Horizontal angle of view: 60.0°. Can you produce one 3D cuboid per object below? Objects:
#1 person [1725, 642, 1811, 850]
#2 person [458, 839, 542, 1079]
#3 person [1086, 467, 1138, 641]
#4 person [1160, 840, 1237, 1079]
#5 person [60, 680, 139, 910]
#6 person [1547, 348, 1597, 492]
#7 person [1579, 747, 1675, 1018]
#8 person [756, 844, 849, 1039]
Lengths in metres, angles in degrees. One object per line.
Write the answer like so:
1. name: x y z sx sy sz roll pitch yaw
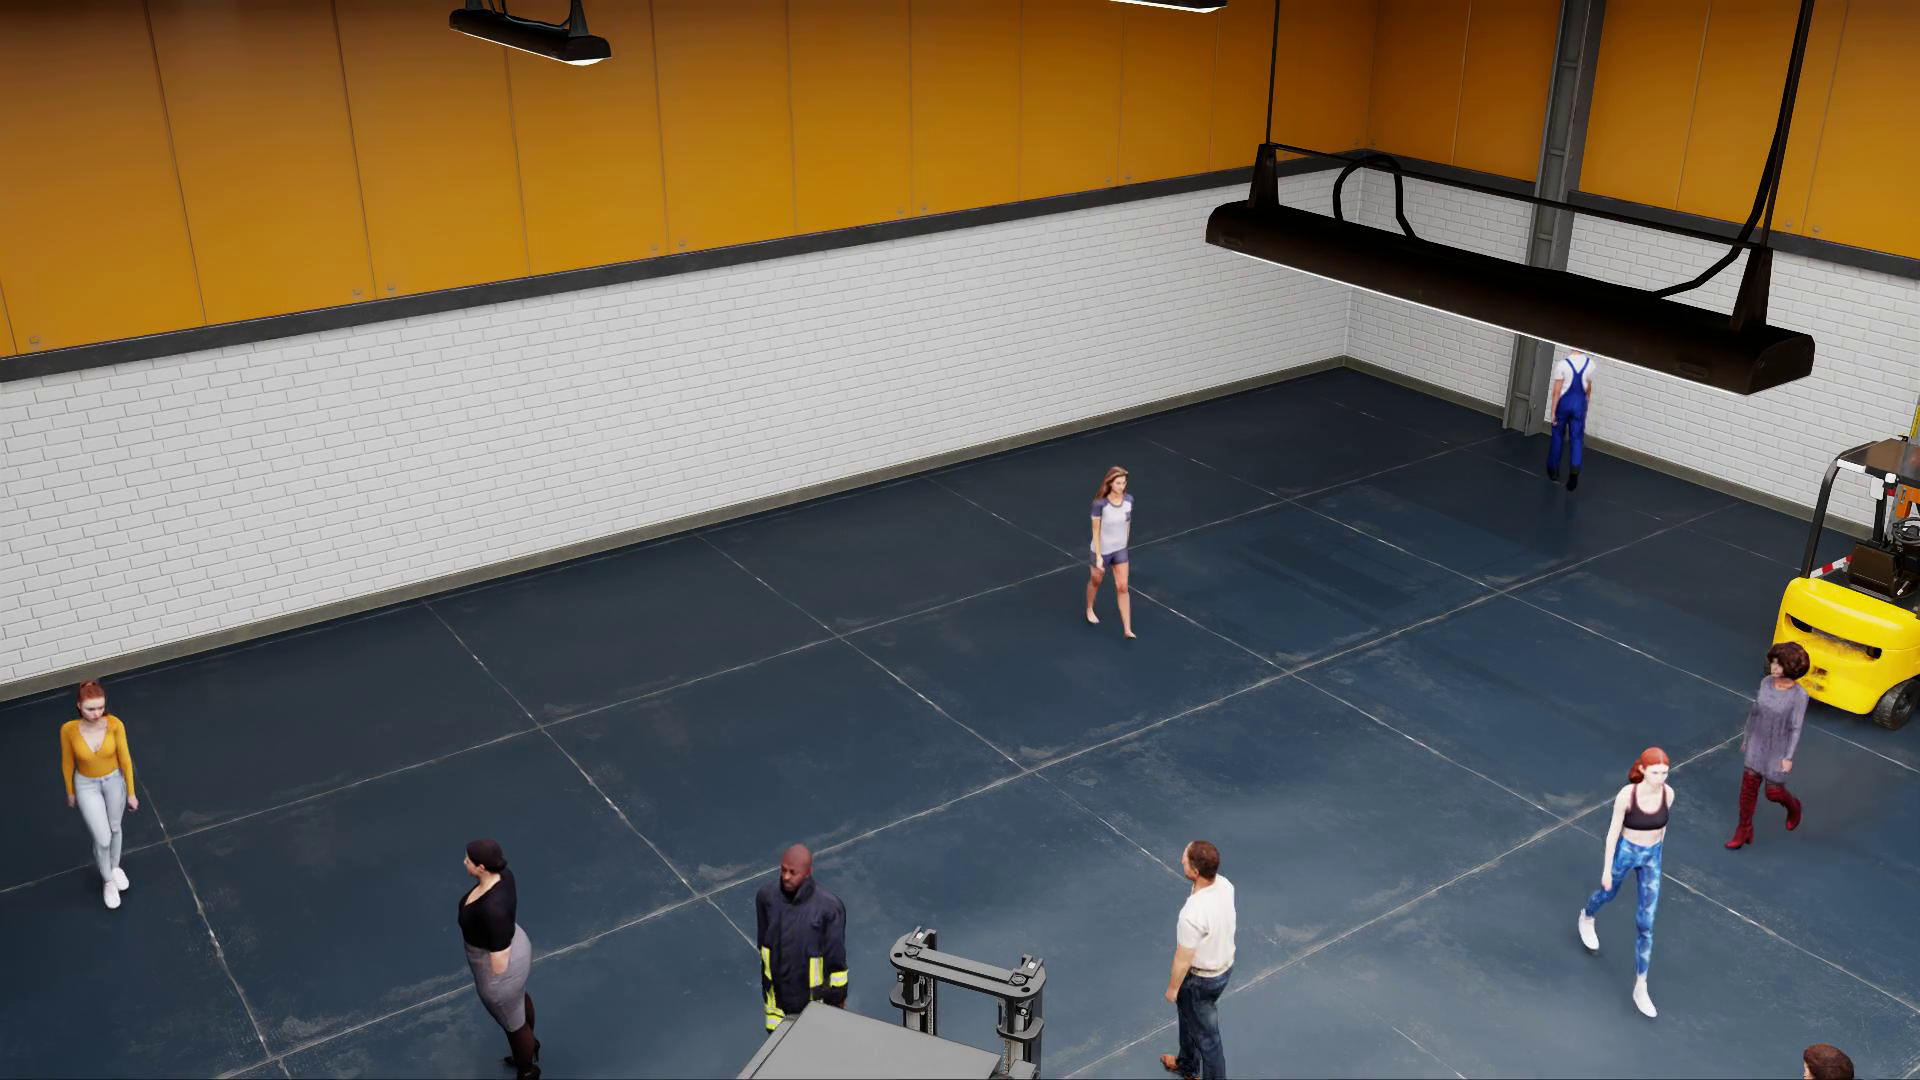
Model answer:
1. person: 6.087 1.544 12.364 0.765 1.699 0.835 -9 25 -21
2. person: -2.737 2.546 9.997 0.825 1.758 0.702 -5 24 -10
3. person: 1.362 0.085 15.729 0.794 1.677 1.134 -8 25 -17
4. person: 1.527 2.604 9.767 0.885 1.837 0.814 17 29 33
5. person: -6.138 1.755 11.855 0.595 1.720 0.693 -15 28 -30
6. person: 7.026 -1.463 19.080 1.126 1.830 1.214 3 24 6
7. person: 4.394 2.124 10.995 1.027 1.734 1.294 -2 24 -4
8. person: -0.907 2.560 9.917 1.237 1.796 1.227 7 25 16
